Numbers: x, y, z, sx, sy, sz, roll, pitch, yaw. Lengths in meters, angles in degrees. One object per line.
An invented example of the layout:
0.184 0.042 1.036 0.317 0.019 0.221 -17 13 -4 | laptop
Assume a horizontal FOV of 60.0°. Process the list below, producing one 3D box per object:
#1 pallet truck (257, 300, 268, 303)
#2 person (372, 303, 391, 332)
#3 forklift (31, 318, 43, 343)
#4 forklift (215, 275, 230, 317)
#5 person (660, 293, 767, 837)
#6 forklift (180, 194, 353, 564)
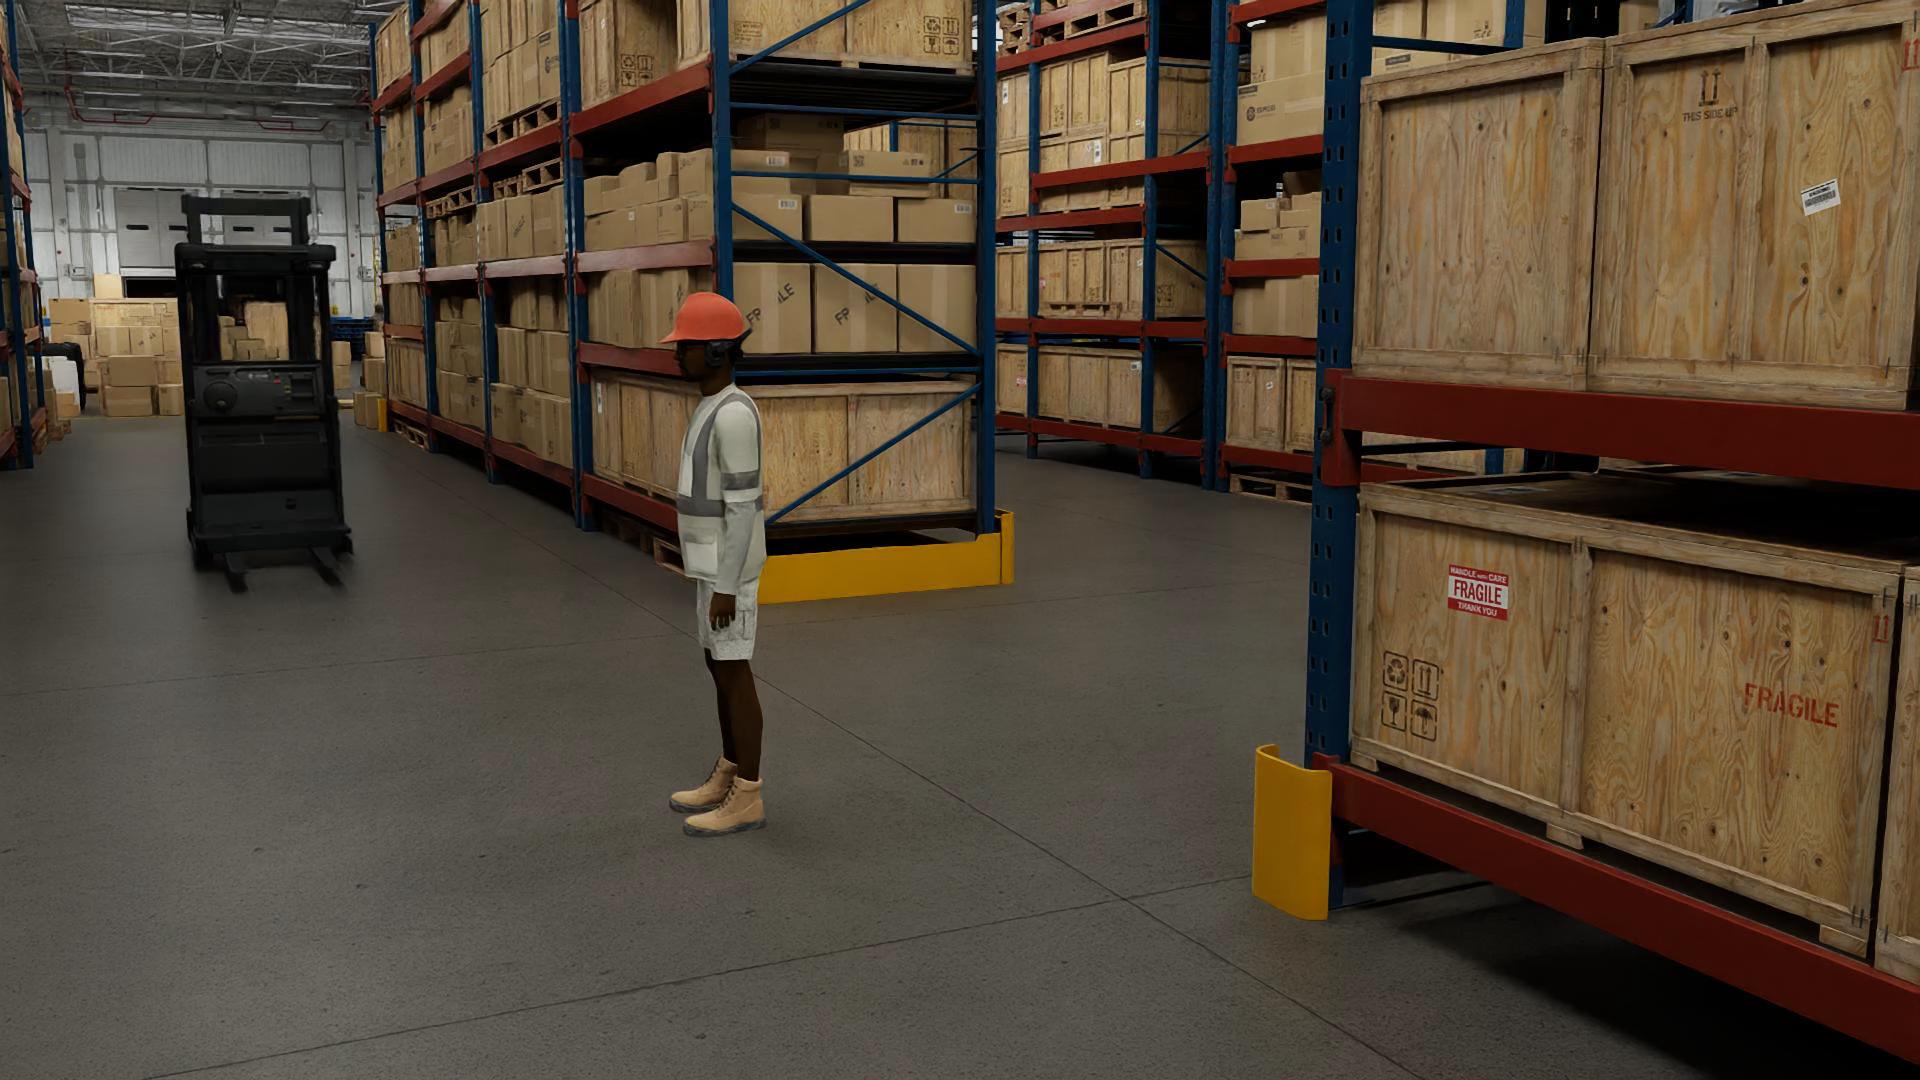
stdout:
-23.913 -7.404 58.171 1.885 1.965 0.823 -1 8 -9 | pallet truck
-15.167 -5.274 43.826 0.866 1.912 0.631 5 10 30 | person
-30.587 -7.279 54.283 1.129 2.768 1.873 -4 9 -26 | forklift
-22.784 -6.786 50.885 1.873 2.768 1.129 6 10 37 | forklift
-0.926 0.095 6.305 0.374 2.044 0.605 -2 9 -17 | person
-5.622 -1.333 13.279 1.129 2.768 1.873 -4 9 -26 | forklift
